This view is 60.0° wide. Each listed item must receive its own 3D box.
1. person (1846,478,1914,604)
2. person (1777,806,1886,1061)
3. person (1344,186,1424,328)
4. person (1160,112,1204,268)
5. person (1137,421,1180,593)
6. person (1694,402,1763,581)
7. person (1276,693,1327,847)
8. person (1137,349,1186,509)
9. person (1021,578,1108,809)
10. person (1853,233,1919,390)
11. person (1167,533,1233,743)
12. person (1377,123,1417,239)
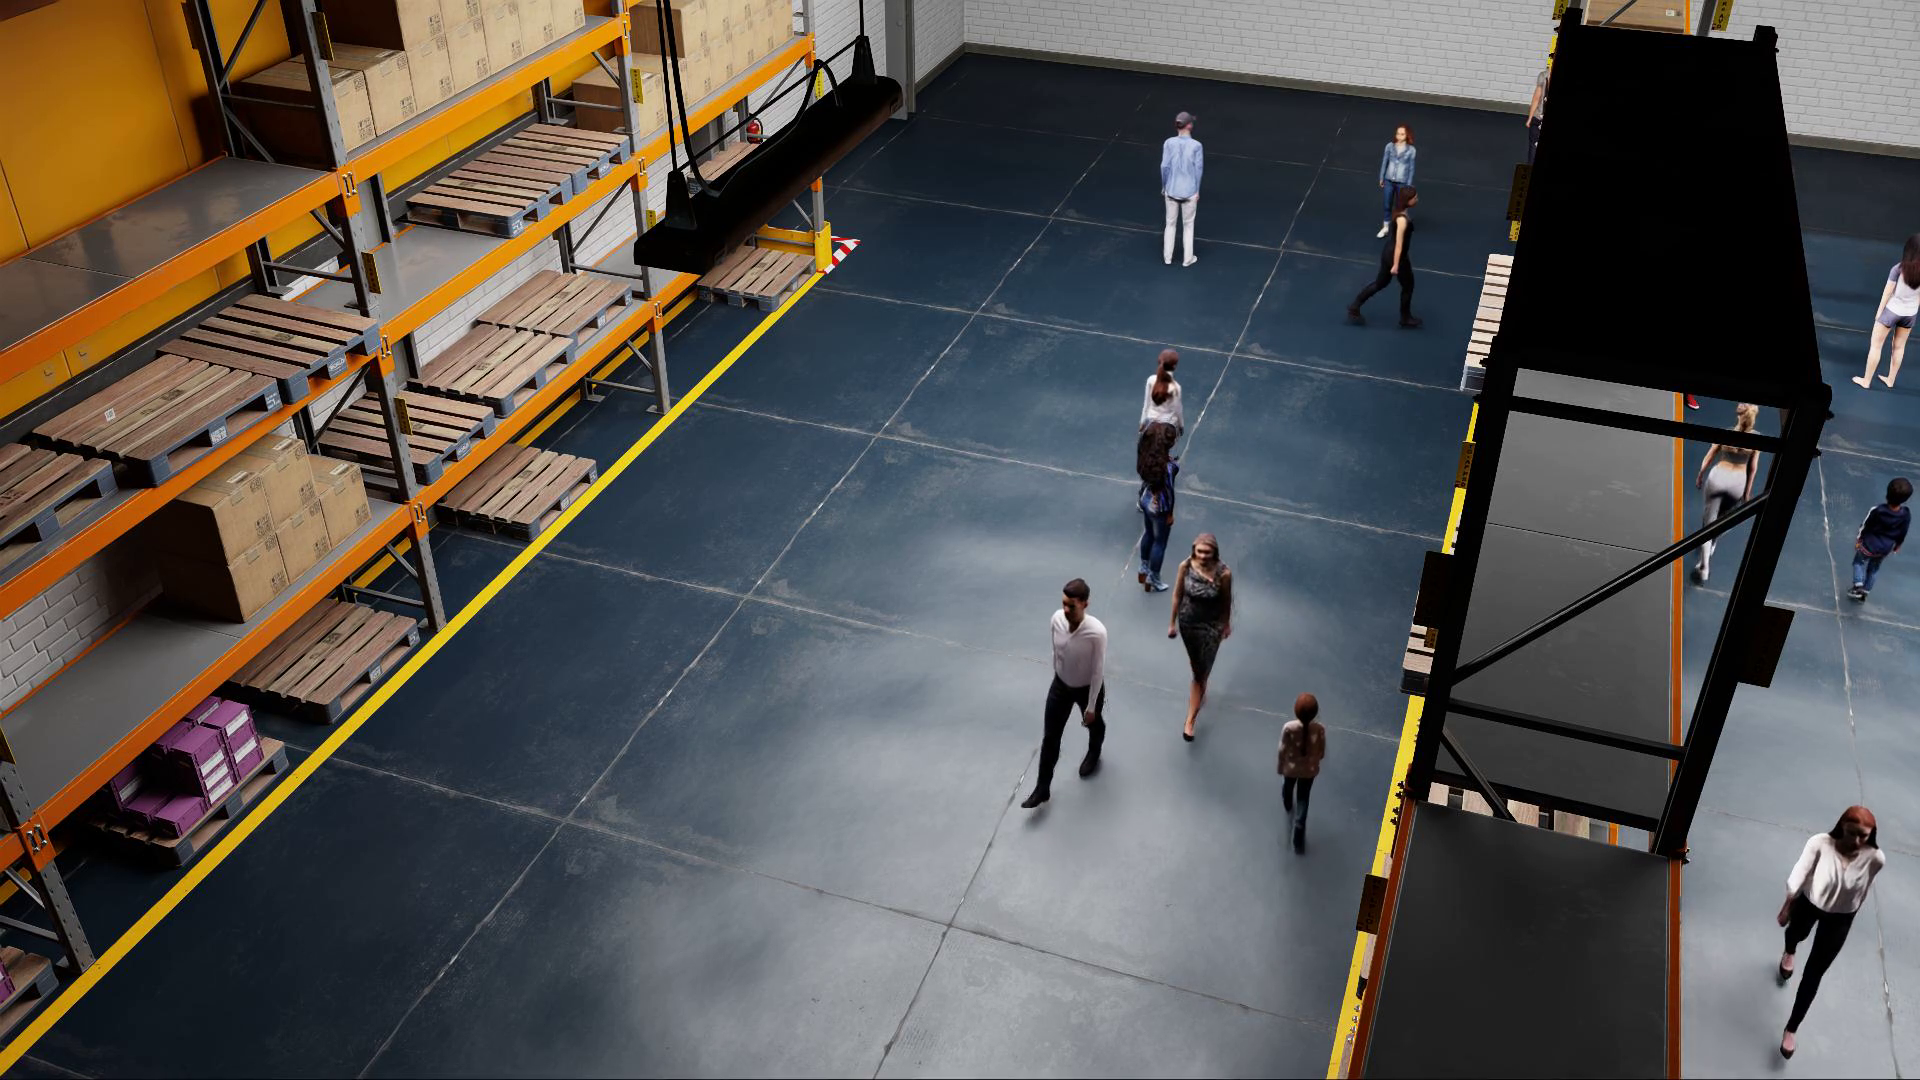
[{"bbox_3d":[7.806,0.037,14.129,0.551,1.214,0.526,8,34,11],"label":"person"},{"bbox_3d":[5.322,2.272,10.321,0.657,1.707,1.163,13,36,19],"label":"person"},{"bbox_3d":[4.759,-3.127,18.492,0.891,1.653,1.127,1,34,2],"label":"person"},{"bbox_3d":[2.649,-4.188,19.877,0.638,1.886,0.553,12,35,17],"label":"person"},{"bbox_3d":[1.682,-0.291,14.253,0.765,1.622,0.689,-11,35,-16],"label":"person"},{"bbox_3d":[6.614,-0.420,14.398,0.605,1.676,0.964,10,35,15],"label":"person"},{"bbox_3d":[2.415,1.627,11.776,0.578,1.170,0.860,5,34,8],"label":"person"},{"bbox_3d":[1.820,-1.002,15.428,0.759,1.506,1.132,23,40,30],"label":"person"},{"bbox_3d":[0.908,1.033,12.076,0.827,1.827,1.262,20,38,27],"label":"person"},{"bbox_3d":[9.776,-2.382,17.324,0.655,1.704,0.645,-2,34,-3],"label":"person"},{"bbox_3d":[1.887,0.619,12.844,0.664,1.667,1.044,15,36,21],"label":"person"},{"bbox_3d":[5.434,-4.463,20.661,0.601,1.476,0.567,18,38,25],"label":"person"}]
